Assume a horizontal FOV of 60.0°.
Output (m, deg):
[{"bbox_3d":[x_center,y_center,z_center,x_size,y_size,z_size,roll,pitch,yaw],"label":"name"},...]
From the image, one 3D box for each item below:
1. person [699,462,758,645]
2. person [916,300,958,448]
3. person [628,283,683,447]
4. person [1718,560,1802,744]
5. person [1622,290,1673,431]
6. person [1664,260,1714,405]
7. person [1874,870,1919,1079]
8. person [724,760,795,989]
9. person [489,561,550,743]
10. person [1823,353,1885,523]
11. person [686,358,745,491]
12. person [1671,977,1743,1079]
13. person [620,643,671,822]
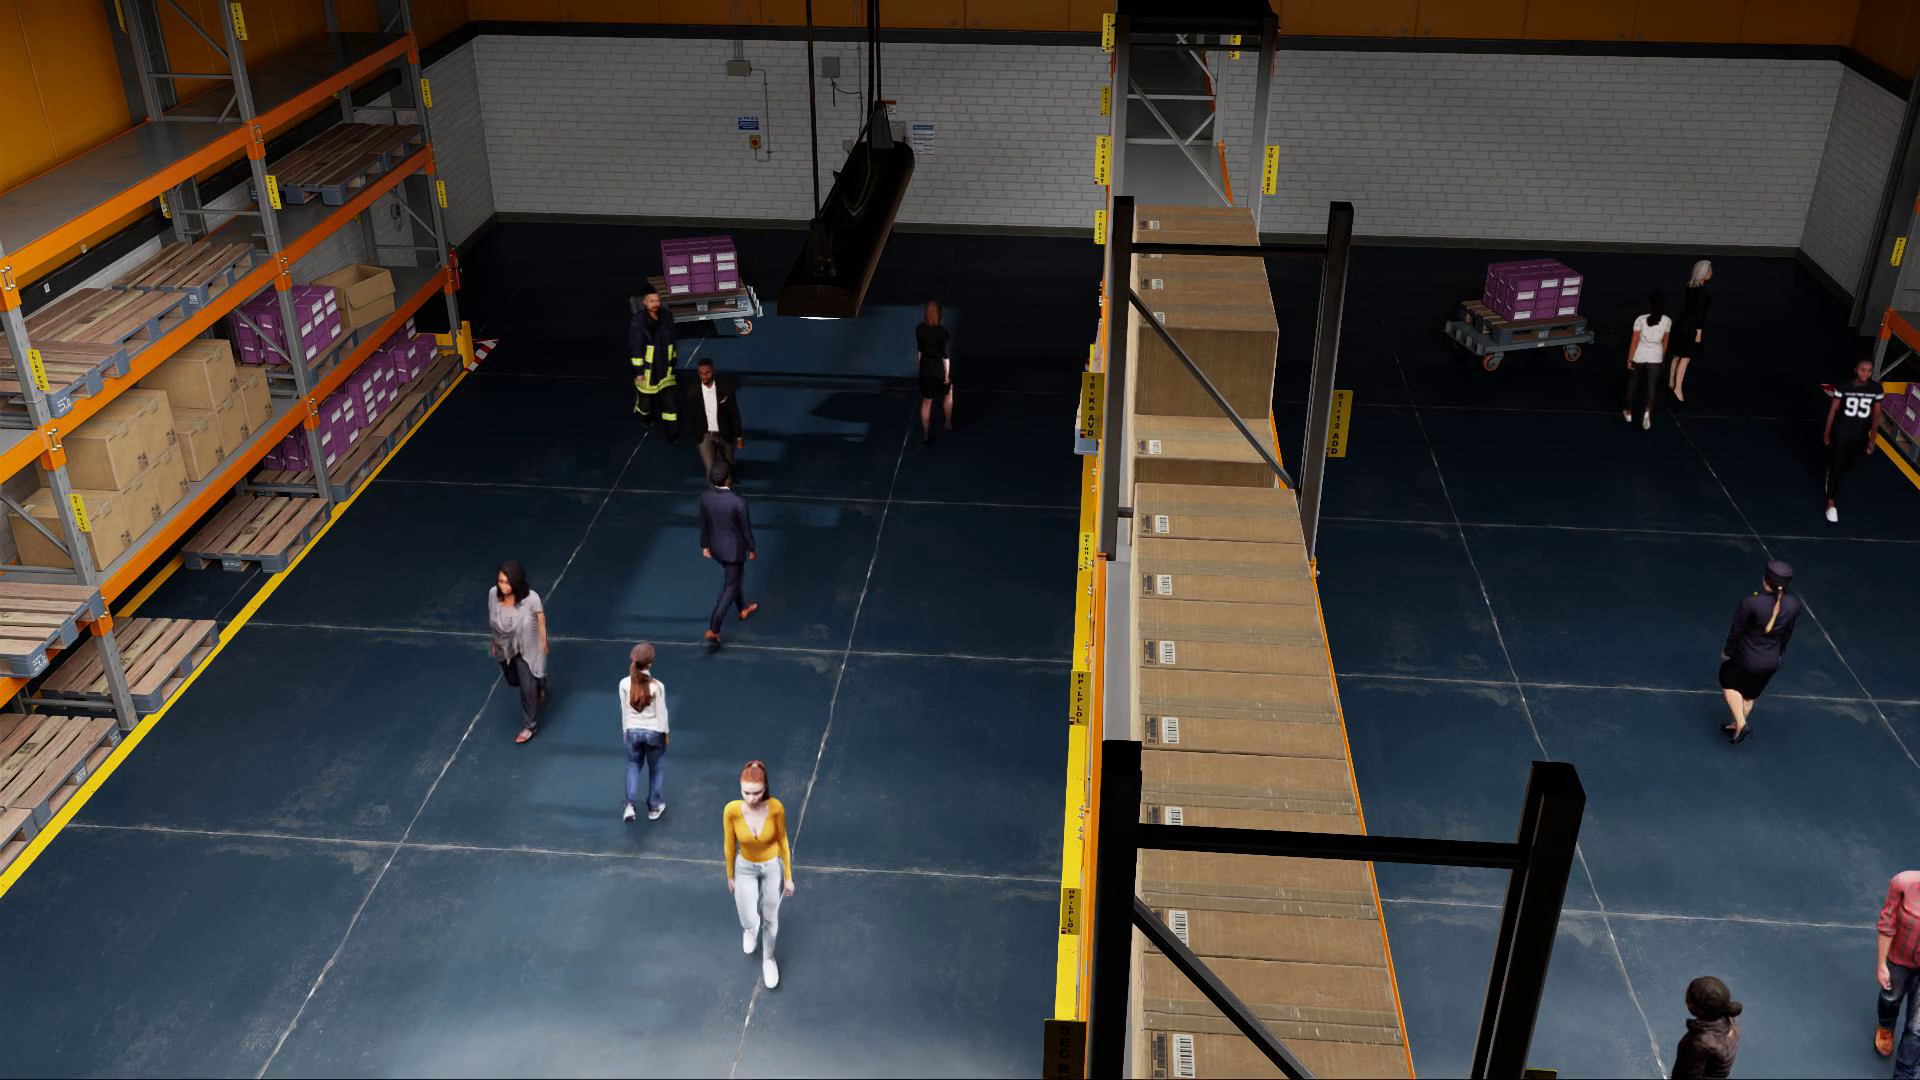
[{"bbox_3d":[-2.114,0.141,14.905,0.909,1.695,1.229,13,31,22],"label":"person"},{"bbox_3d":[-0.336,-1.825,18.516,0.777,1.687,0.908,13,31,23],"label":"person"},{"bbox_3d":[-3.466,-1.997,18.674,1.103,1.838,1.234,-15,32,-25],"label":"person"},{"bbox_3d":[6.428,0.975,13.411,0.766,1.662,0.774,-3,29,-5],"label":"person"},{"bbox_3d":[7.841,-2.027,18.950,0.658,1.627,0.957,6,29,11],"label":"person"},{"bbox_3d":[8.626,-2.473,19.642,0.659,1.747,0.507,1,29,1],"label":"person"},{"bbox_3d":[5.953,2.564,10.370,1.018,1.784,1.206,15,32,26],"label":"person"},{"bbox_3d":[-1.338,2.170,11.138,0.701,1.740,0.830,-5,29,-9],"label":"person"},{"bbox_3d":[-3.608,0.834,13.743,0.762,1.590,1.001,8,30,15],"label":"person"},{"bbox_3d":[9.181,-1.108,17.189,0.764,1.699,1.186,7,29,12],"label":"person"},{"bbox_3d":[-2.525,-1.098,17.107,0.887,1.762,1.241,-6,29,-10],"label":"person"},{"bbox_3d":[4.161,3.154,9.424,0.695,1.654,0.758,-16,33,-27],"label":"person"},{"bbox_3d":[-2.388,1.513,12.554,0.507,1.538,0.749,1,29,2],"label":"person"}]
